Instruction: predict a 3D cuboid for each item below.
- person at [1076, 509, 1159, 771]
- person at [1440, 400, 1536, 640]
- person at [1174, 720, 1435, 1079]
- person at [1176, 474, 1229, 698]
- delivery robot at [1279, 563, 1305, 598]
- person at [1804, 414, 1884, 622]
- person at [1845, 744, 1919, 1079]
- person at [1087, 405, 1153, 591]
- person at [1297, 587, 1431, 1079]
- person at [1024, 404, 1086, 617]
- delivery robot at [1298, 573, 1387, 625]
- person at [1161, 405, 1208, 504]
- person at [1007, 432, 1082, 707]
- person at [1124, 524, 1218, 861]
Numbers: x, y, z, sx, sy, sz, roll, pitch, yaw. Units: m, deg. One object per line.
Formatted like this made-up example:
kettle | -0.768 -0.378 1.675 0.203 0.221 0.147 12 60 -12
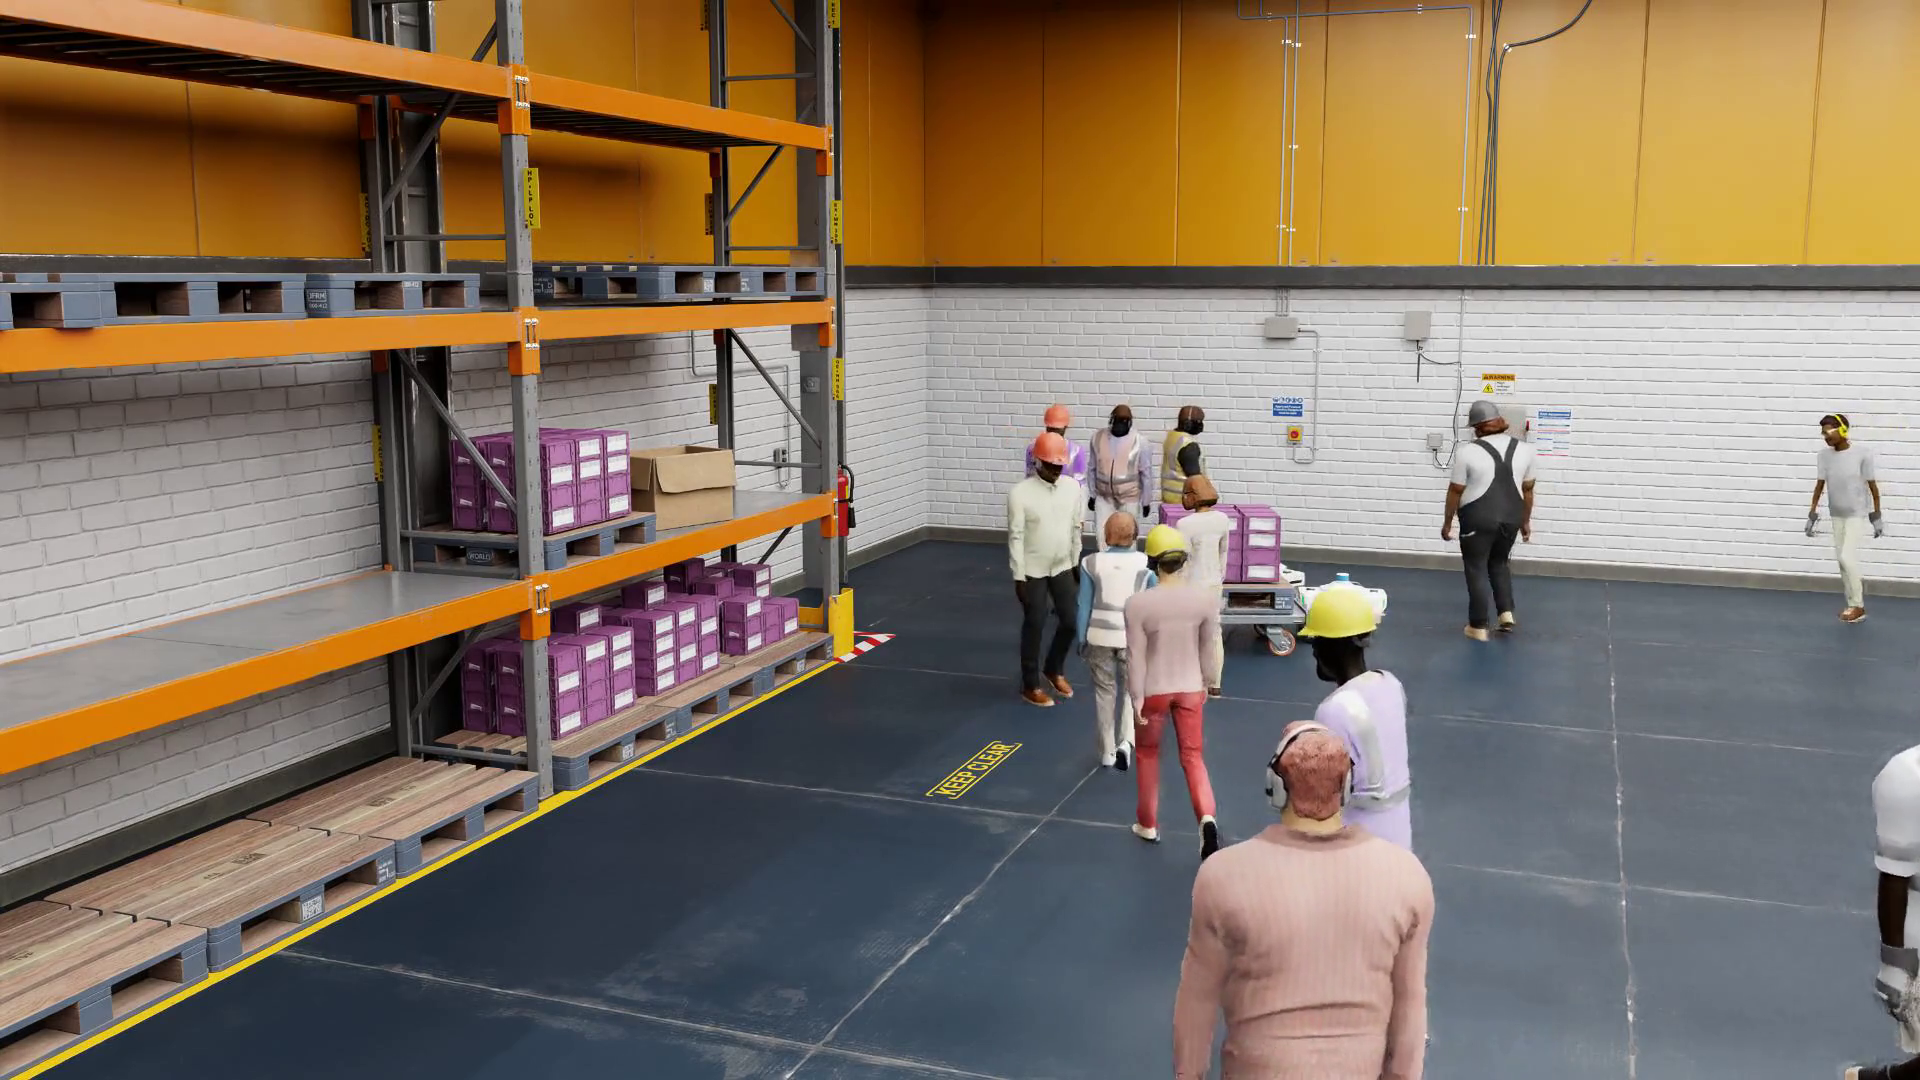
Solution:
person | 0.959 0.631 10.065 0.550 1.615 0.537 2 9 13
person | 4.406 -0.192 13.920 0.711 2.000 0.544 -2 9 -11
person | 0.908 1.408 4.412 0.654 1.869 0.941 -1 9 -6
person | 1.702 0.345 11.828 0.497 1.633 0.289 -7 11 -38
delivery robot | 2.748 0.352 14.861 0.477 0.478 0.707 -5 10 -29
person | 7.802 -0.197 14.631 0.544 1.820 0.554 -5 10 -26
person | 3.097 1.236 5.246 0.609 1.946 0.668 -2 9 -14
person | 1.510 -0.393 15.925 0.649 1.804 0.764 4 10 22
person | 1.428 1.119 6.119 0.445 1.909 0.597 6 11 31
person | 0.819 -0.243 14.656 0.579 1.901 0.792 2 9 12
delivery robot | 3.174 0.519 13.815 0.707 0.478 0.477 1 9 8
person | 2.138 -0.373 15.774 0.456 1.818 0.671 -1 9 -5
person | 0.626 0.217 11.620 0.658 1.956 0.525 -5 10 -30
person | 1.112 0.793 8.663 0.516 1.746 0.734 -2 9 -10
